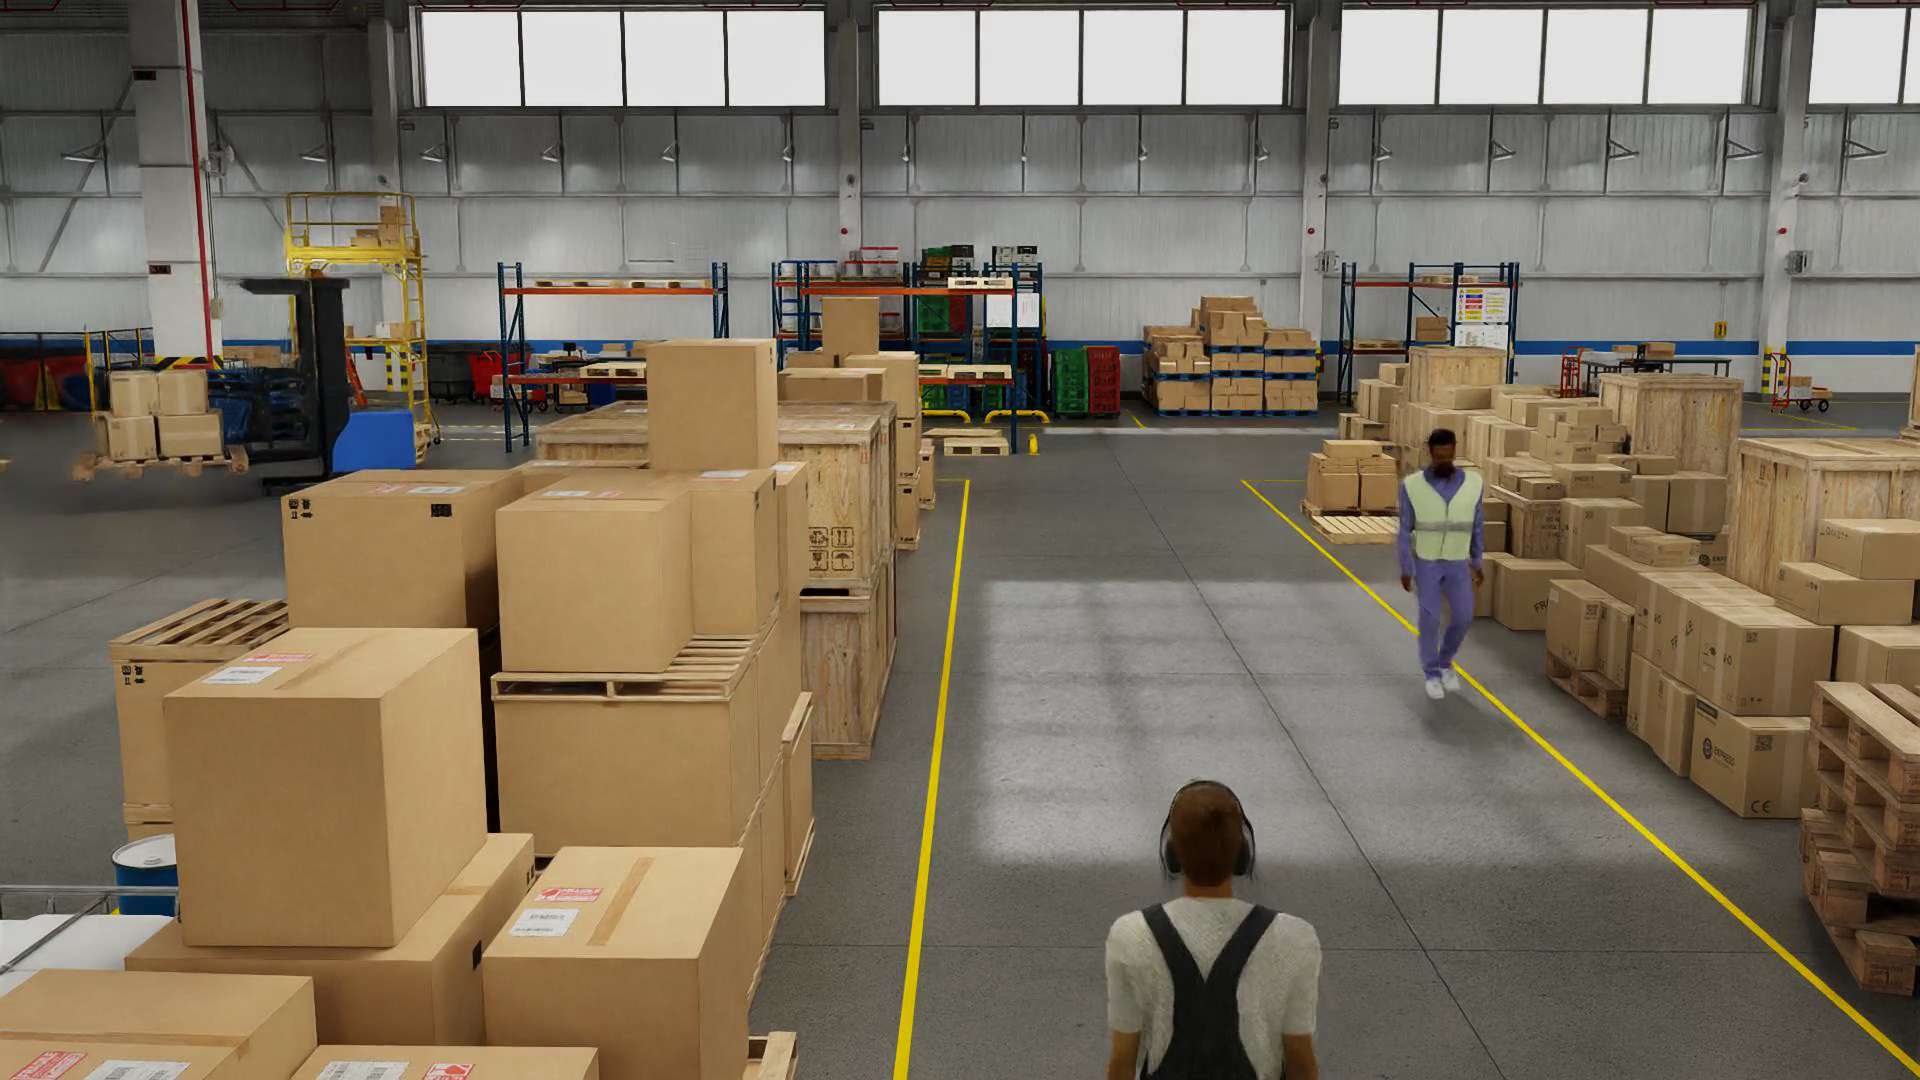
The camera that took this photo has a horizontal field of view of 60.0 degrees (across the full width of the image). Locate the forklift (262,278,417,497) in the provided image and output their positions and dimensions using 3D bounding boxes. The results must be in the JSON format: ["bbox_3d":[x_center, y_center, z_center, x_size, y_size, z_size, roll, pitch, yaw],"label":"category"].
[{"bbox_3d":[-8.253,-2.054,21.937,1.873,2.768,1.129,-4,10,-25],"label":"forklift"}]

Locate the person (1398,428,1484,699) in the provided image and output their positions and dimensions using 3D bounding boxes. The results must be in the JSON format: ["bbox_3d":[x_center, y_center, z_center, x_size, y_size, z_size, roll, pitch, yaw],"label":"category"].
[{"bbox_3d":[3.352,0.164,11.585,0.614,1.897,0.458,0,9,0],"label":"person"}]

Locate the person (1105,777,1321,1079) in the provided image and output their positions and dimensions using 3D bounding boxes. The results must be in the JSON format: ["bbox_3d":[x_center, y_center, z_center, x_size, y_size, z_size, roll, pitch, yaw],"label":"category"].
[{"bbox_3d":[0.589,1.472,3.954,0.521,1.829,0.631,3,10,15],"label":"person"}]
